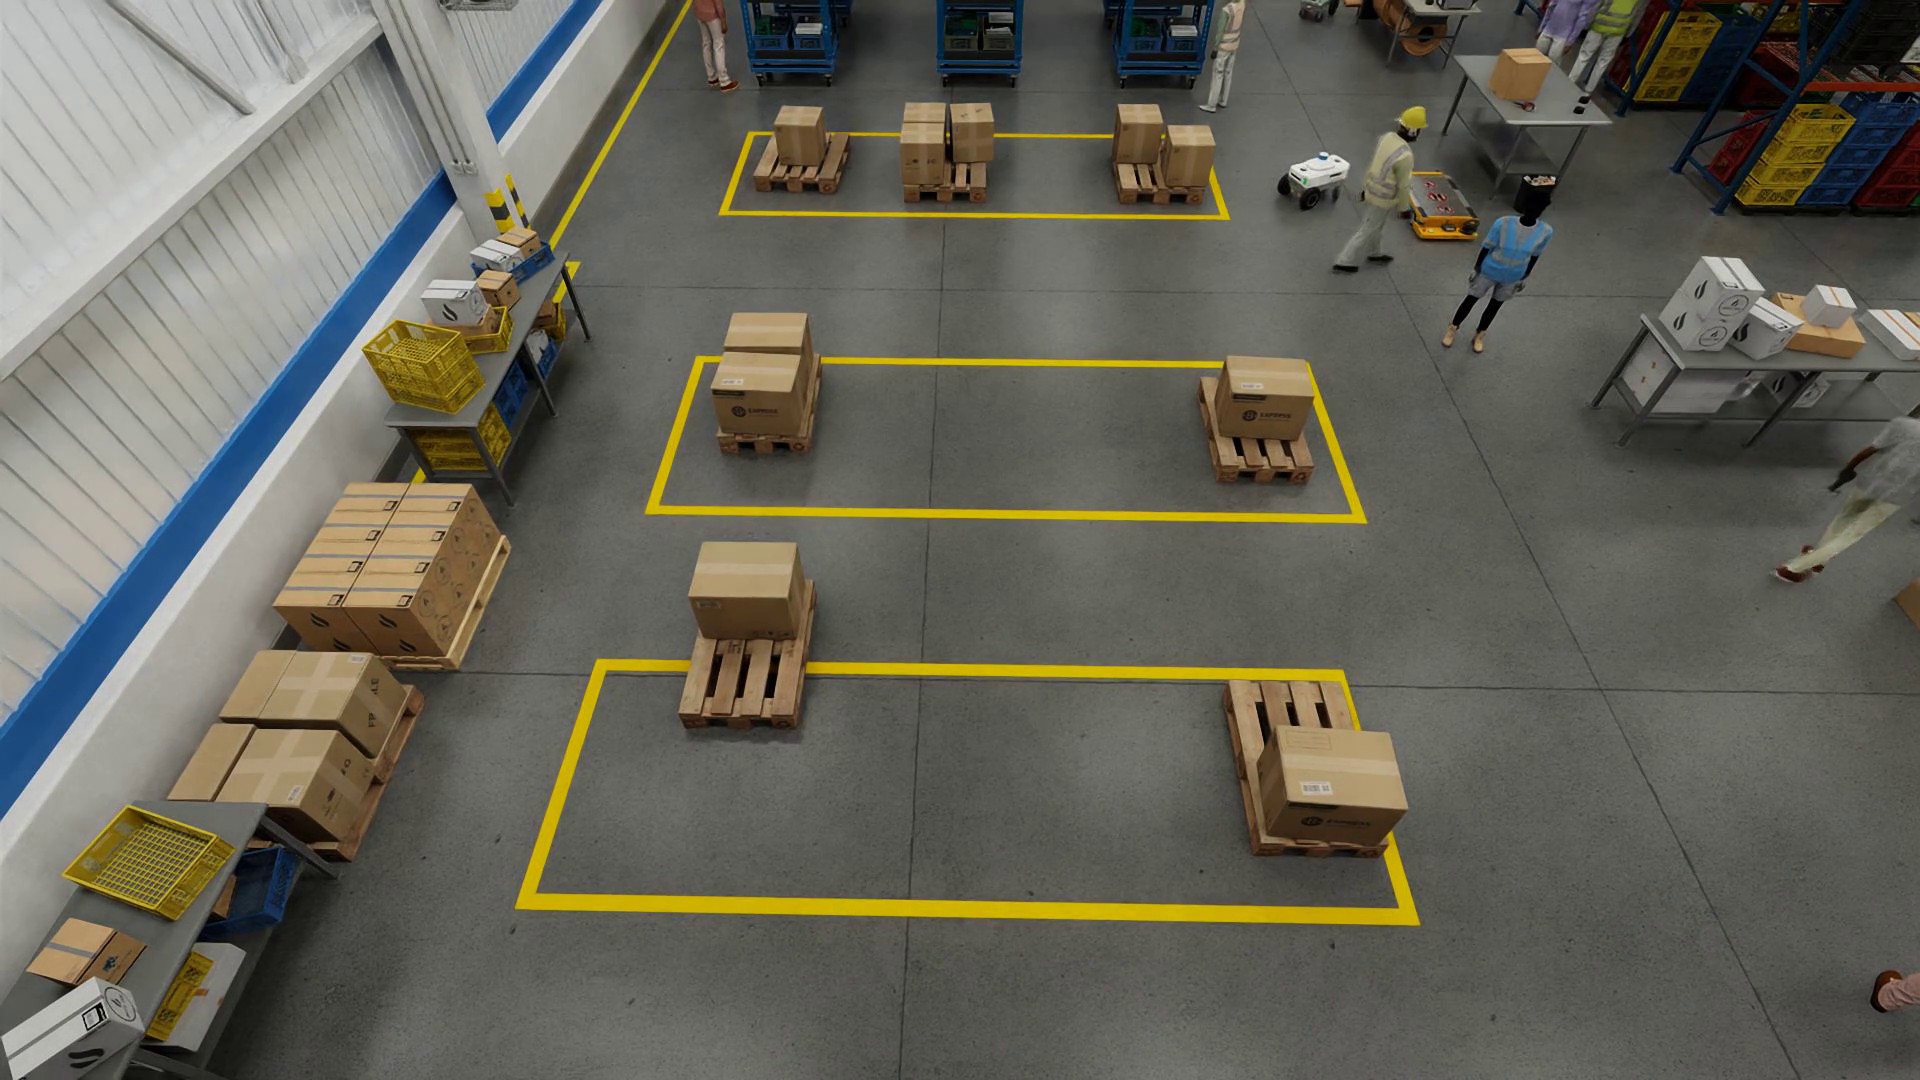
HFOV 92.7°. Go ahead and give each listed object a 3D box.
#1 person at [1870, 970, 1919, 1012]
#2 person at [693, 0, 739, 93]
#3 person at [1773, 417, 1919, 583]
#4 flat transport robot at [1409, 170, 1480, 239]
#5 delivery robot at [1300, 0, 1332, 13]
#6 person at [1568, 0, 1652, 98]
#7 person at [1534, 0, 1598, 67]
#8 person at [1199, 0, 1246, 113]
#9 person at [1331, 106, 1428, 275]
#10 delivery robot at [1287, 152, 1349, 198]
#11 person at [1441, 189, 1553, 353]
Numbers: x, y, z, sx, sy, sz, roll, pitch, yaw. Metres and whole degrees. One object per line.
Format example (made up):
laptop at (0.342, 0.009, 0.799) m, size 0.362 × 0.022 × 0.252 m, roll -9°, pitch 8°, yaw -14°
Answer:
person at (5.515, 2.132, 4.601) m, size 0.406 × 1.902 × 0.637 m, roll -25°, pitch 53°, yaw -20°
person at (-3.454, -7.309, 12.720) m, size 0.608 × 1.987 × 0.402 m, roll 31°, pitch 56°, yaw 24°
person at (6.824, -0.321, 6.779) m, size 0.625 × 1.839 × 0.611 m, roll -23°, pitch 53°, yaw -19°
flat transport robot at (5.692, -4.094, 11.059) m, size 0.652 × 0.197 × 1.431 m, roll 1°, pitch 49°, yaw 1°
delivery robot at (5.880, -8.917, 14.987) m, size 0.477 × 0.478 × 0.707 m, roll 31°, pitch 56°, yaw 24°
person at (8.871, -6.978, 12.534) m, size 0.629 × 1.834 × 0.429 m, roll 20°, pitch 52°, yaw 16°
person at (8.022, -6.790, 12.304) m, size 0.361 × 1.932 × 0.627 m, roll -14°, pitch 51°, yaw -12°
person at (3.587, -6.666, 12.395) m, size 0.511 × 1.630 × 0.318 m, roll -37°, pitch 58°, yaw -27°
person at (4.508, -3.638, 9.661) m, size 0.733 × 1.798 × 0.608 m, roll 1°, pitch 49°, yaw 1°
delivery robot at (4.348, -4.456, 11.126) m, size 0.707 × 0.478 × 0.477 m, roll -20°, pitch 52°, yaw -17°
person at (5.182, -2.557, 8.791) m, size 0.538 × 1.695 × 0.320 m, roll 15°, pitch 51°, yaw 13°
